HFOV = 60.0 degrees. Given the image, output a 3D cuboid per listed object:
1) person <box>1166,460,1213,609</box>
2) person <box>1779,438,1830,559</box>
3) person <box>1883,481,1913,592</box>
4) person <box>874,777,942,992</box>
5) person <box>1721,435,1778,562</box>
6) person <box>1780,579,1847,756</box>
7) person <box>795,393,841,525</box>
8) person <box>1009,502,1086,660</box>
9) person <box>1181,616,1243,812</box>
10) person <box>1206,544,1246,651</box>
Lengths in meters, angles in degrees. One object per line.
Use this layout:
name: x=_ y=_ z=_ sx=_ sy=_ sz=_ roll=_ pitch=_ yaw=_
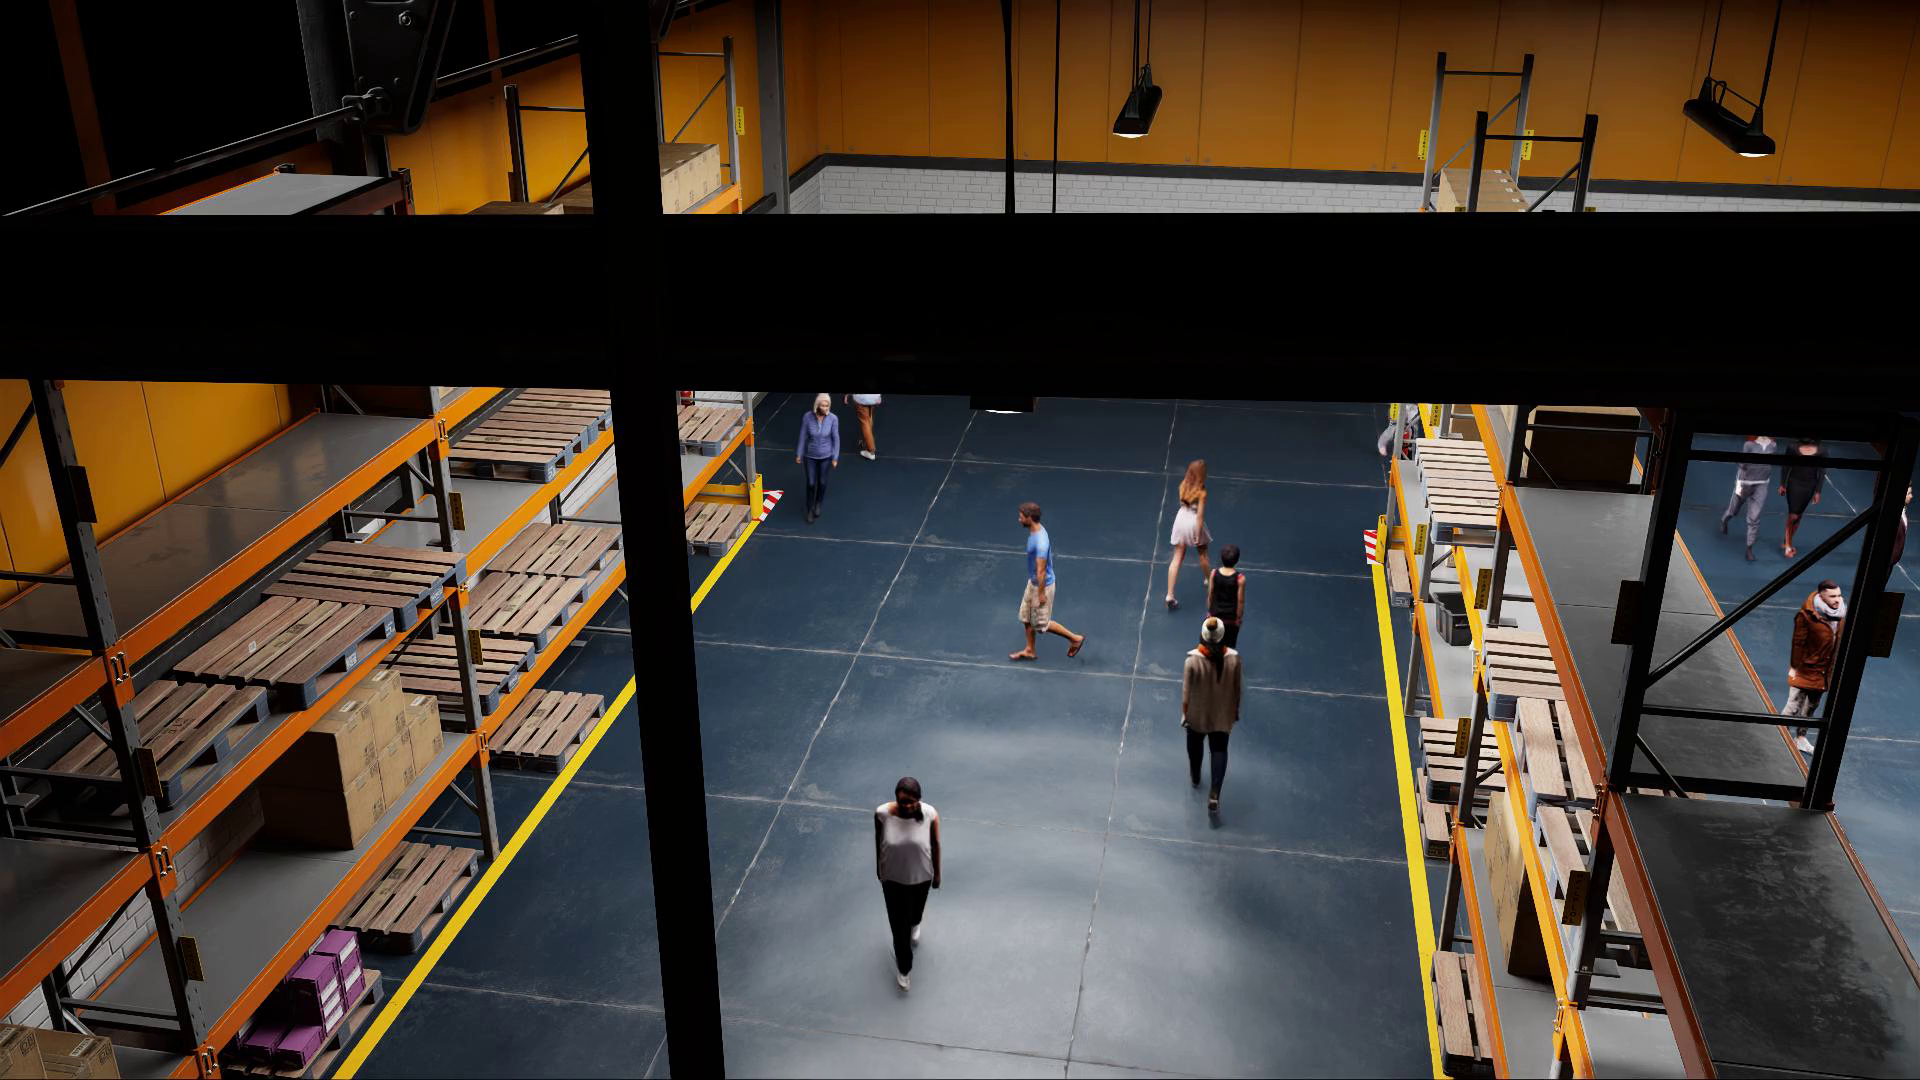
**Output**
person: x=2.543 y=-0.036 z=18.873 sx=0.940 sy=1.718 sz=1.178 roll=19 pitch=30 yaw=37
person: x=10.213 y=-0.649 z=20.294 sx=0.599 sy=1.704 sz=0.688 roll=5 pitch=24 yaw=11
person: x=10.070 y=0.197 z=18.155 sx=0.840 sy=1.866 sz=0.728 roll=19 pitch=30 yaw=37
person: x=-0.399 y=2.566 z=13.008 sx=0.846 sy=1.648 sz=1.180 roll=-2 pitch=24 yaw=-4
person: x=9.626 y=-0.679 z=20.308 sx=0.598 sy=1.747 sz=1.133 roll=3 pitch=24 yaw=7
person: x=8.109 y=1.221 z=15.845 sx=0.847 sy=1.839 sz=0.883 roll=-9 pitch=25 yaw=-19
person: x=-1.821 y=-1.118 z=21.369 sx=0.854 sy=1.702 sz=0.918 roll=-2 pitch=24 yaw=-4
person: x=0.933 y=0.476 z=17.566 sx=0.890 sy=1.827 sz=1.035 roll=-1 pitch=24 yaw=-3
person: x=2.258 y=1.561 z=15.038 sx=0.745 sy=1.864 sz=1.144 roll=2 pitch=24 yaw=5
person: x=2.714 y=0.783 z=17.219 sx=0.693 sy=1.542 sz=0.857 roll=13 pitch=27 yaw=28
